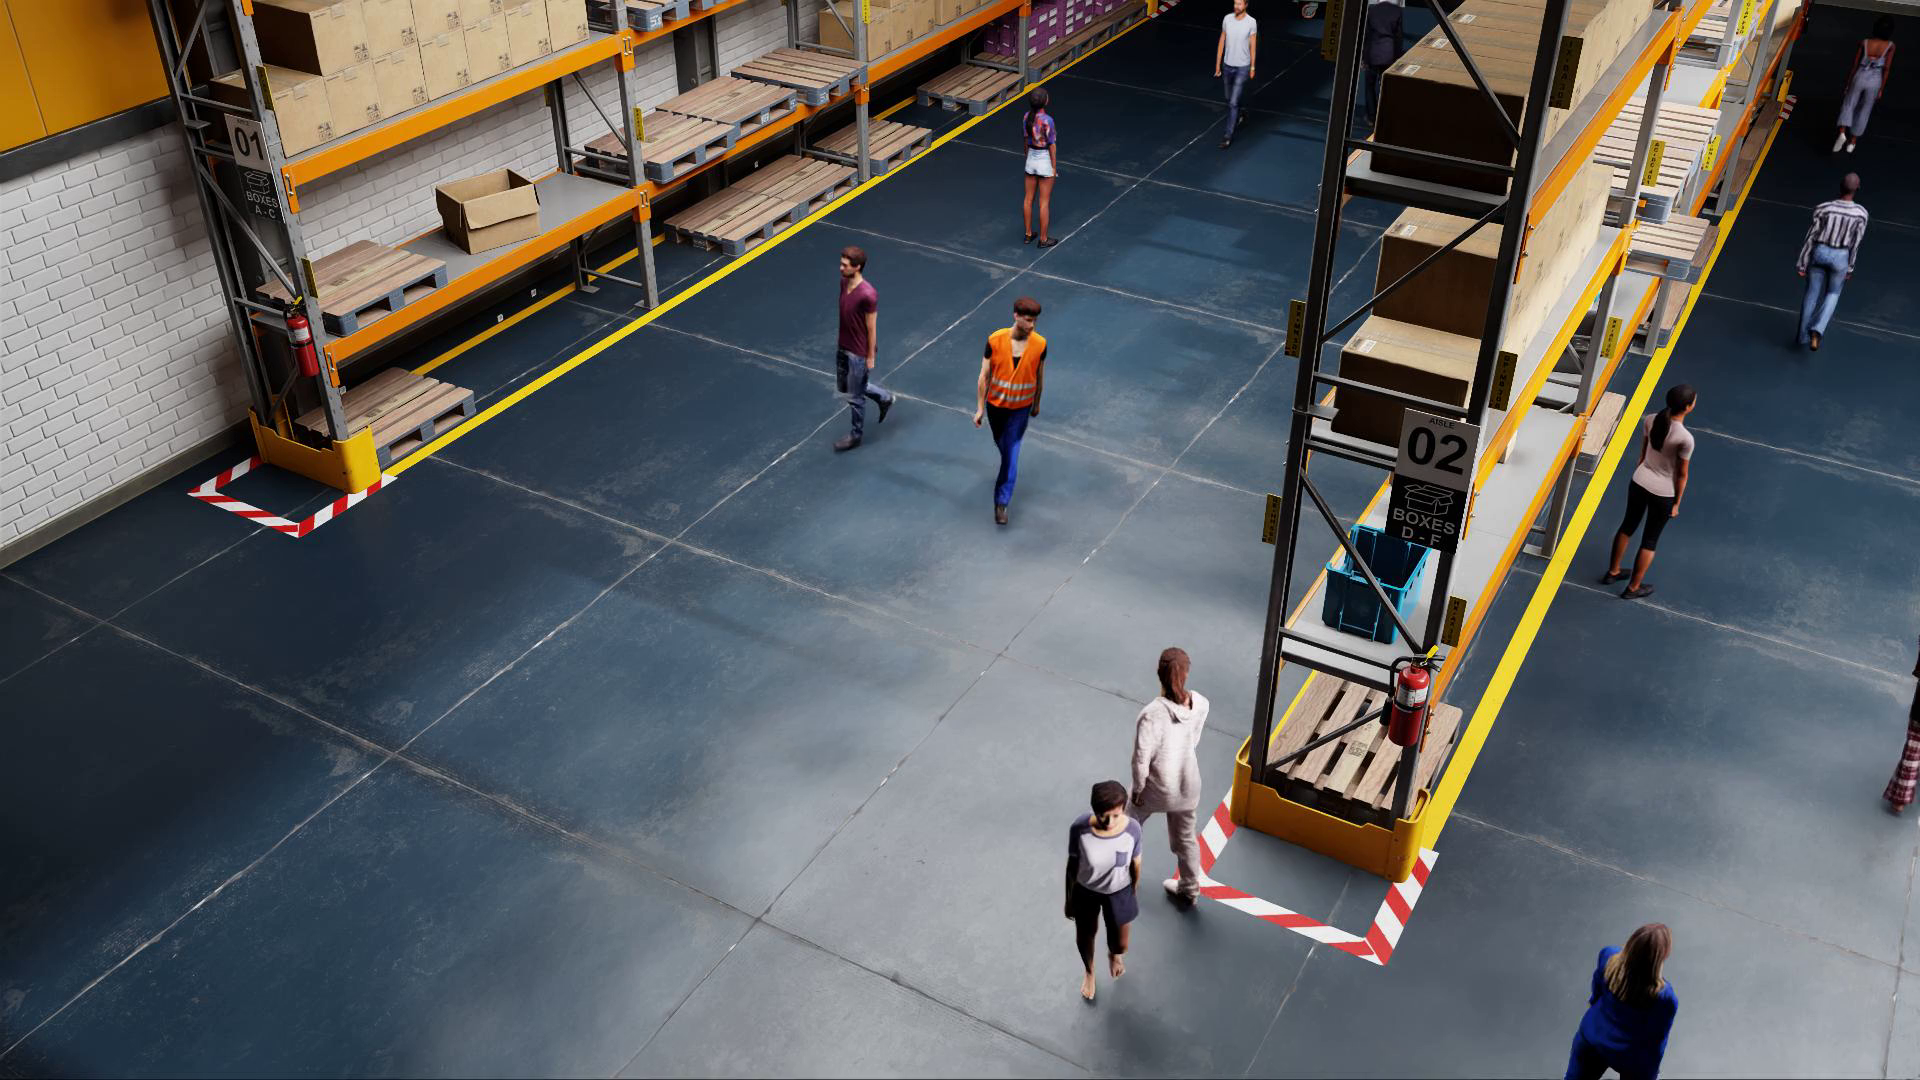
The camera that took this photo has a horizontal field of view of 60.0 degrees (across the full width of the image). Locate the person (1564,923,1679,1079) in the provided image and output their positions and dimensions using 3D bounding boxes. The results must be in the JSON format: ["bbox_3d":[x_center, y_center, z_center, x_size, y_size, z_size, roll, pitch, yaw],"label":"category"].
[{"bbox_3d":[3.103,2.531,8.064,1.222,1.651,0.979,-20,39,-27],"label":"person"}]

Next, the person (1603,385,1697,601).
[{"bbox_3d":[5.134,-0.366,12.338,0.693,1.744,0.675,-17,37,-24],"label":"person"}]

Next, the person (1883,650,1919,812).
[{"bbox_3d":[6.136,0.987,10.373,0.799,1.666,1.078,27,42,35],"label":"person"}]

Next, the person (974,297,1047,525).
[{"bbox_3d":[0.400,-1.147,13.430,0.995,1.836,1.333,6,34,9],"label":"person"}]

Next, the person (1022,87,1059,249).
[{"bbox_3d":[0.844,-3.996,17.801,0.626,1.742,0.574,26,41,33],"label":"person"}]

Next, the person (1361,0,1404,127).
[{"bbox_3d":[5.275,-6.066,20.867,0.904,1.795,0.974,1,34,1],"label":"person"}]

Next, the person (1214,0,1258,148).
[{"bbox_3d":[3.442,-5.834,20.487,0.665,1.830,1.173,21,39,28],"label":"person"}]

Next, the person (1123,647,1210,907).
[{"bbox_3d":[1.264,1.454,9.699,1.053,1.634,1.058,-15,36,-21],"label":"person"}]

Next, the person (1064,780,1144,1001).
[{"bbox_3d":[0.784,1.857,9.166,0.653,1.552,0.681,4,34,6],"label":"person"}]

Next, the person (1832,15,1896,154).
[{"bbox_3d":[10.899,-5.440,20.029,0.587,1.680,0.907,16,37,23],"label":"person"}]

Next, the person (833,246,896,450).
[{"bbox_3d":[-0.819,-1.663,14.206,1.040,1.837,0.907,-20,39,-27],"label":"person"}]

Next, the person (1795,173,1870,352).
[{"bbox_3d":[8.128,-2.540,15.574,0.669,1.782,0.794,15,36,21],"label":"person"}]
